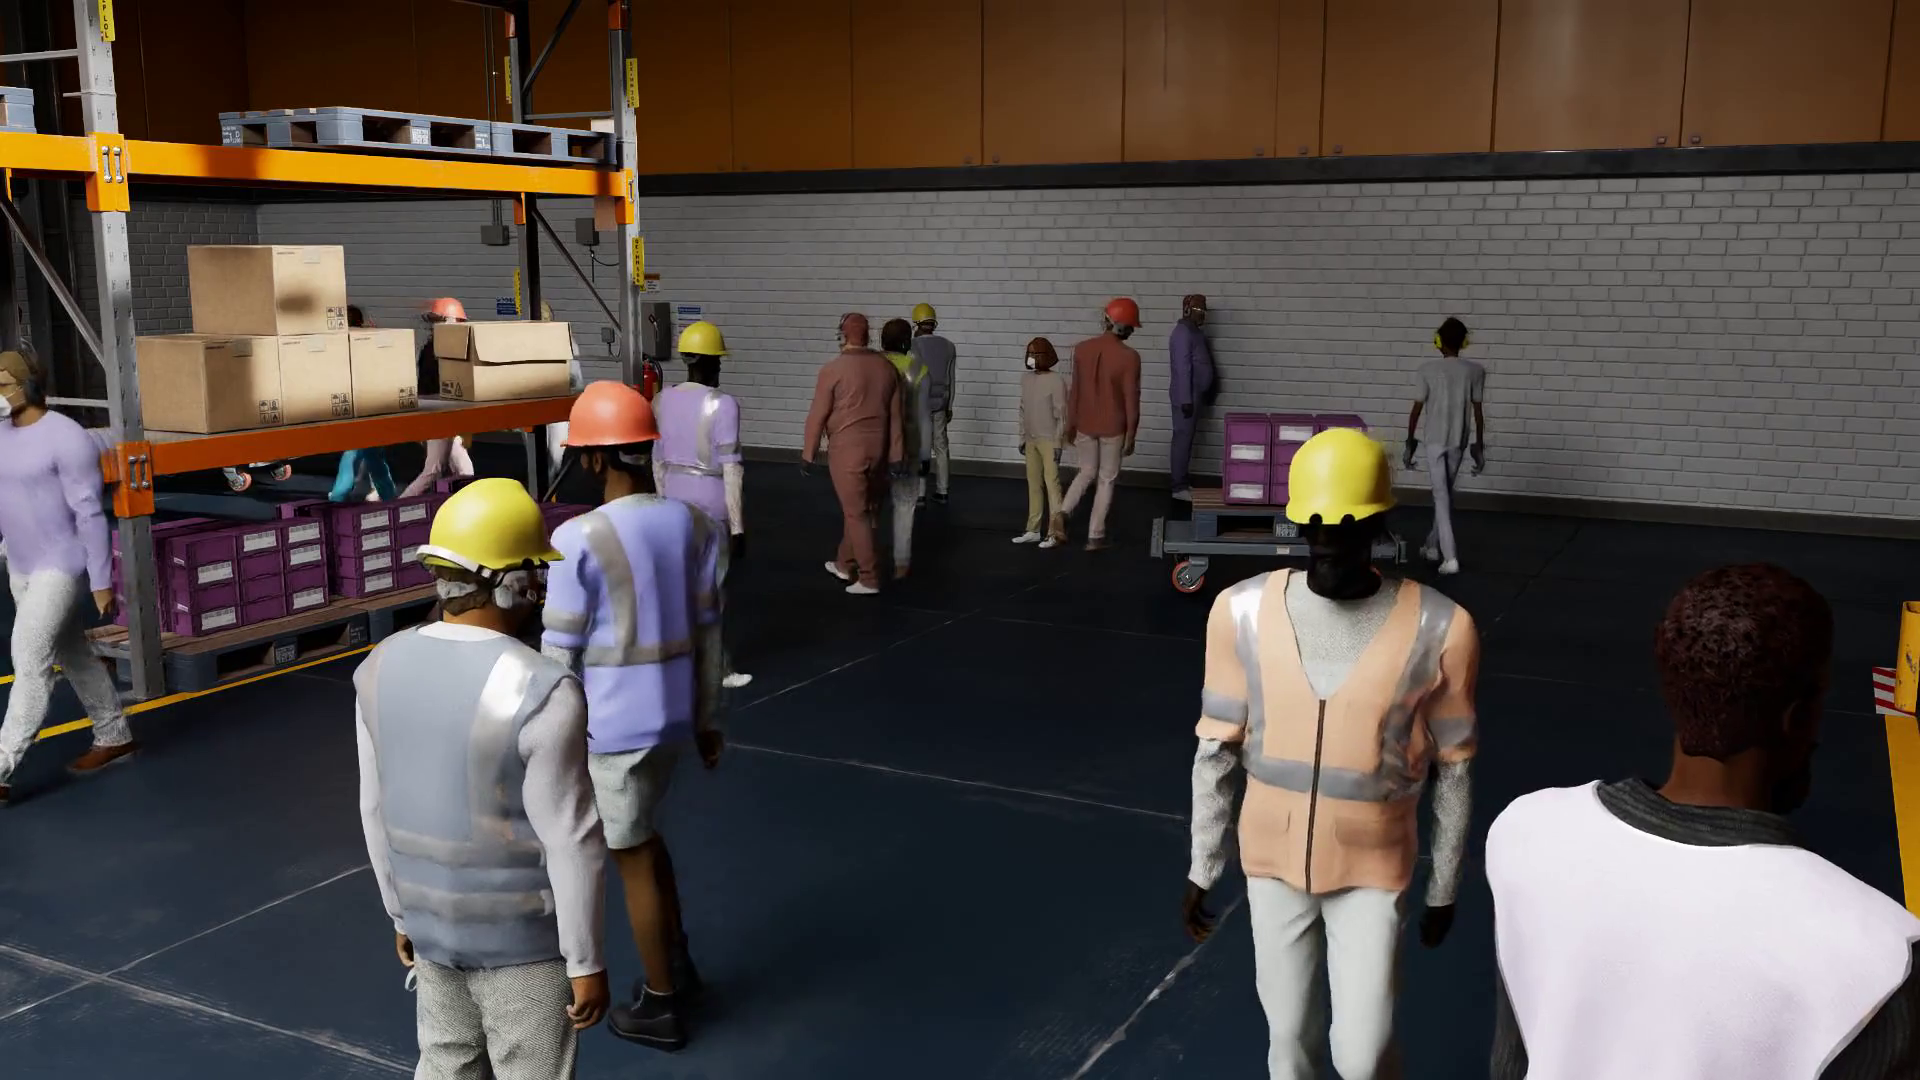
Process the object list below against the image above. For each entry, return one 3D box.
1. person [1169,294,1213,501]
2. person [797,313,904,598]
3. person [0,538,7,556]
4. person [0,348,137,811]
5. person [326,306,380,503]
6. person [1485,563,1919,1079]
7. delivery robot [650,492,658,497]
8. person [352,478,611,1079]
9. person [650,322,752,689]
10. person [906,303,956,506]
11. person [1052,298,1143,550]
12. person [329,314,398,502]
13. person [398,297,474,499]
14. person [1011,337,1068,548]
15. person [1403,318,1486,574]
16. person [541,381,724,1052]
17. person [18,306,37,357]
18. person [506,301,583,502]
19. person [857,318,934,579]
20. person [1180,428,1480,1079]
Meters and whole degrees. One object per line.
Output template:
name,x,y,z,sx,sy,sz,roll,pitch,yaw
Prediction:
person,2.139,-1.318,15.408,0.402,1.904,0.639,2,10,14
person,-0.782,-0.579,11.191,0.647,1.877,0.830,-9,14,-43
person,-7.379,-0.849,12.557,0.389,1.949,0.603,-9,14,-44
person,-3.921,0.149,6.967,0.647,1.882,0.987,6,11,31
person,-5.496,-1.199,15.009,0.651,1.798,0.929,4,11,24
person,0.893,0.976,2.104,0.383,1.912,0.591,-6,12,-31
delivery robot,-2.069,-0.274,12.986,0.707,0.478,0.477,-4,11,-25
person,-0.953,0.783,3.453,0.600,1.827,0.404,6,11,30
person,-1.355,-0.173,8.734,0.602,1.919,0.415,6,12,33
person,-0.317,-1.225,15.063,0.591,1.834,0.404,-6,12,-33
person,1.064,-0.854,12.596,0.657,1.949,0.573,7,12,37
person,-4.875,-0.885,13.197,0.929,1.786,0.624,-7,12,-36
person,-4.080,-0.890,12.831,0.977,1.947,0.633,-6,11,-30
person,0.632,-0.757,12.933,0.285,1.633,0.501,-7,12,-37
person,3.493,-0.687,12.005,0.540,1.826,0.962,0,10,-2
person,-0.958,0.510,4.760,0.502,1.919,0.543,6,12,32
person,-7.665,-0.994,13.585,0.361,1.884,0.574,-6,11,-30
person,-3.436,-1.032,13.806,0.648,1.895,0.936,-5,11,-25
person,-0.492,-0.621,11.578,0.657,1.833,0.531,3,10,18
person,0.797,0.708,3.651,0.595,1.912,0.409,5,11,26
